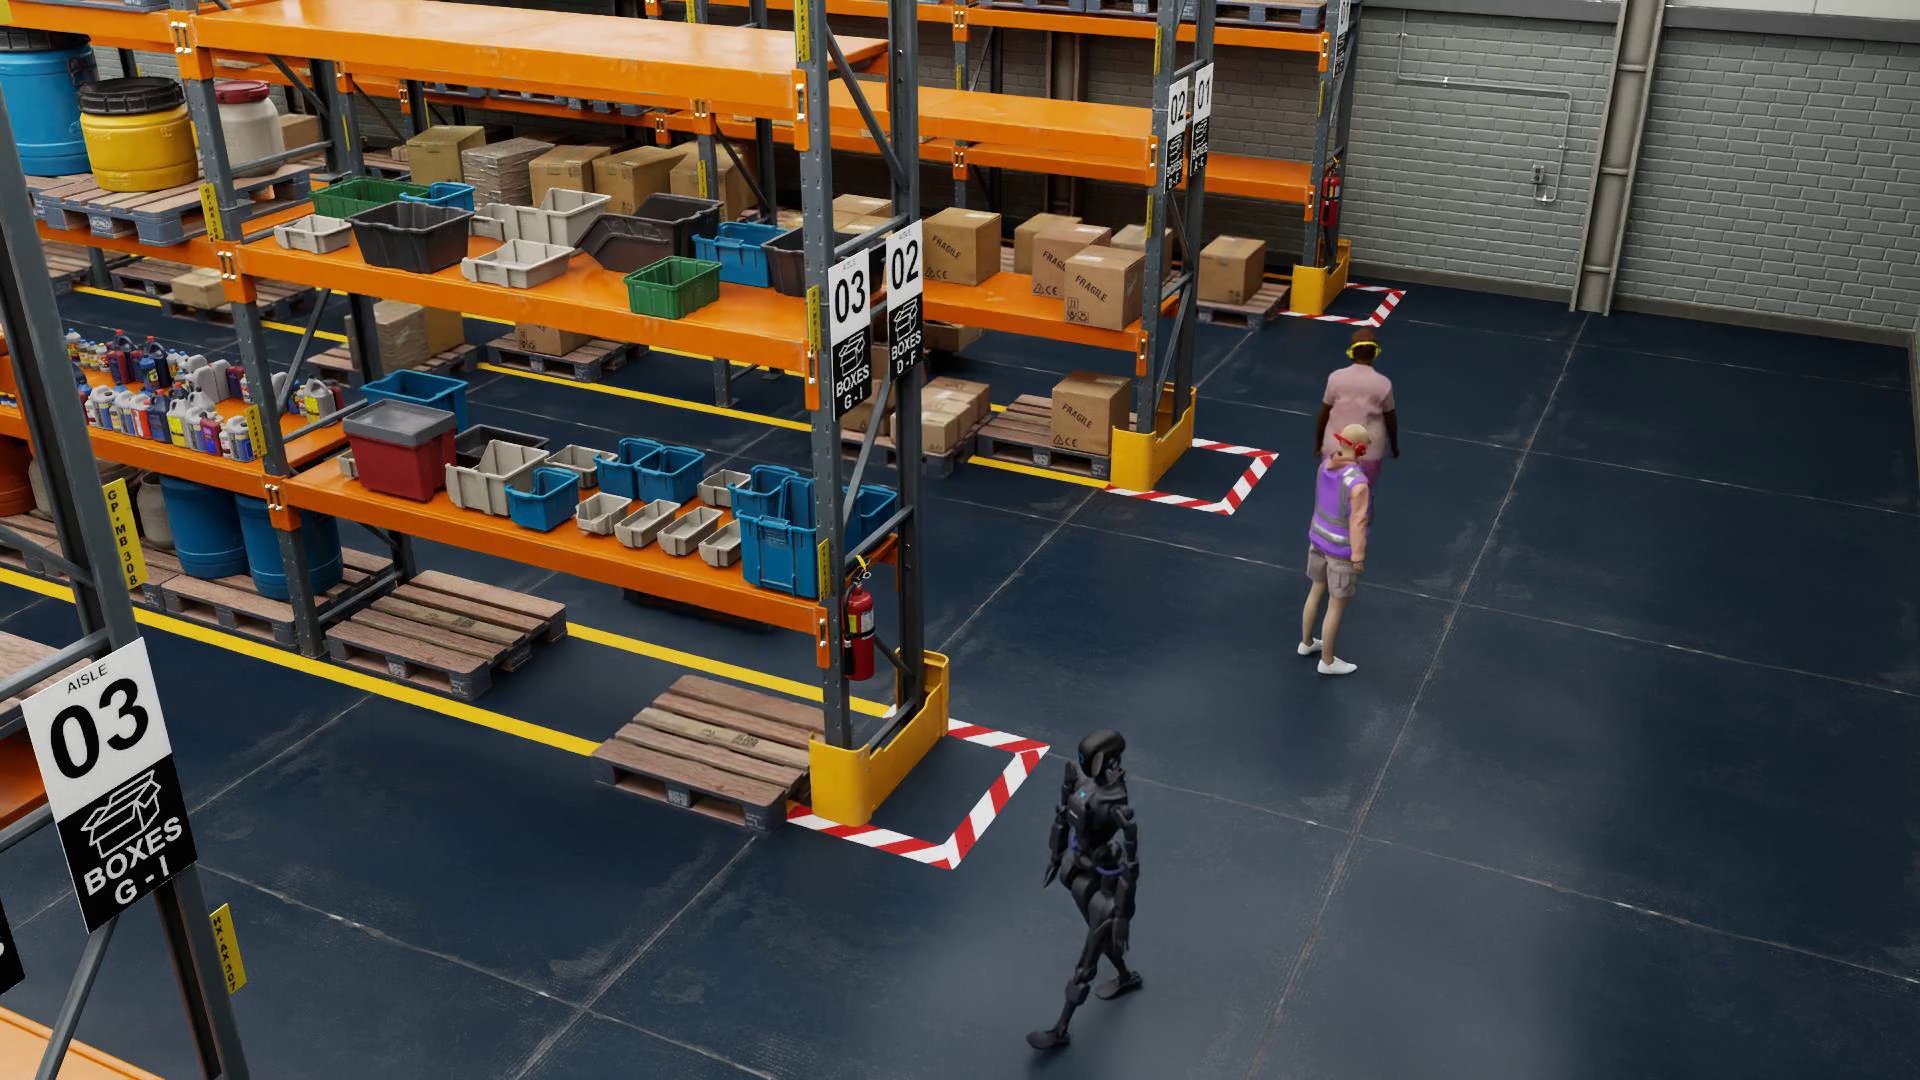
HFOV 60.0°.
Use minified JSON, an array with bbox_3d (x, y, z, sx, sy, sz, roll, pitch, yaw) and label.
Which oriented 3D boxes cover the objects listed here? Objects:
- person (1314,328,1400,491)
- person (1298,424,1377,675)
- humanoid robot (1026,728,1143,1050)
[{"bbox_3d":[2.842,-0.650,11.907,0.559,1.769,0.641,13,29,25],"label":"person"},{"bbox_3d":[2.403,0.053,10.597,0.348,1.688,0.489,-10,28,-19],"label":"person"},{"bbox_3d":[0.596,1.560,7.600,0.774,1.624,0.603,-16,30,-29],"label":"humanoid robot"}]
